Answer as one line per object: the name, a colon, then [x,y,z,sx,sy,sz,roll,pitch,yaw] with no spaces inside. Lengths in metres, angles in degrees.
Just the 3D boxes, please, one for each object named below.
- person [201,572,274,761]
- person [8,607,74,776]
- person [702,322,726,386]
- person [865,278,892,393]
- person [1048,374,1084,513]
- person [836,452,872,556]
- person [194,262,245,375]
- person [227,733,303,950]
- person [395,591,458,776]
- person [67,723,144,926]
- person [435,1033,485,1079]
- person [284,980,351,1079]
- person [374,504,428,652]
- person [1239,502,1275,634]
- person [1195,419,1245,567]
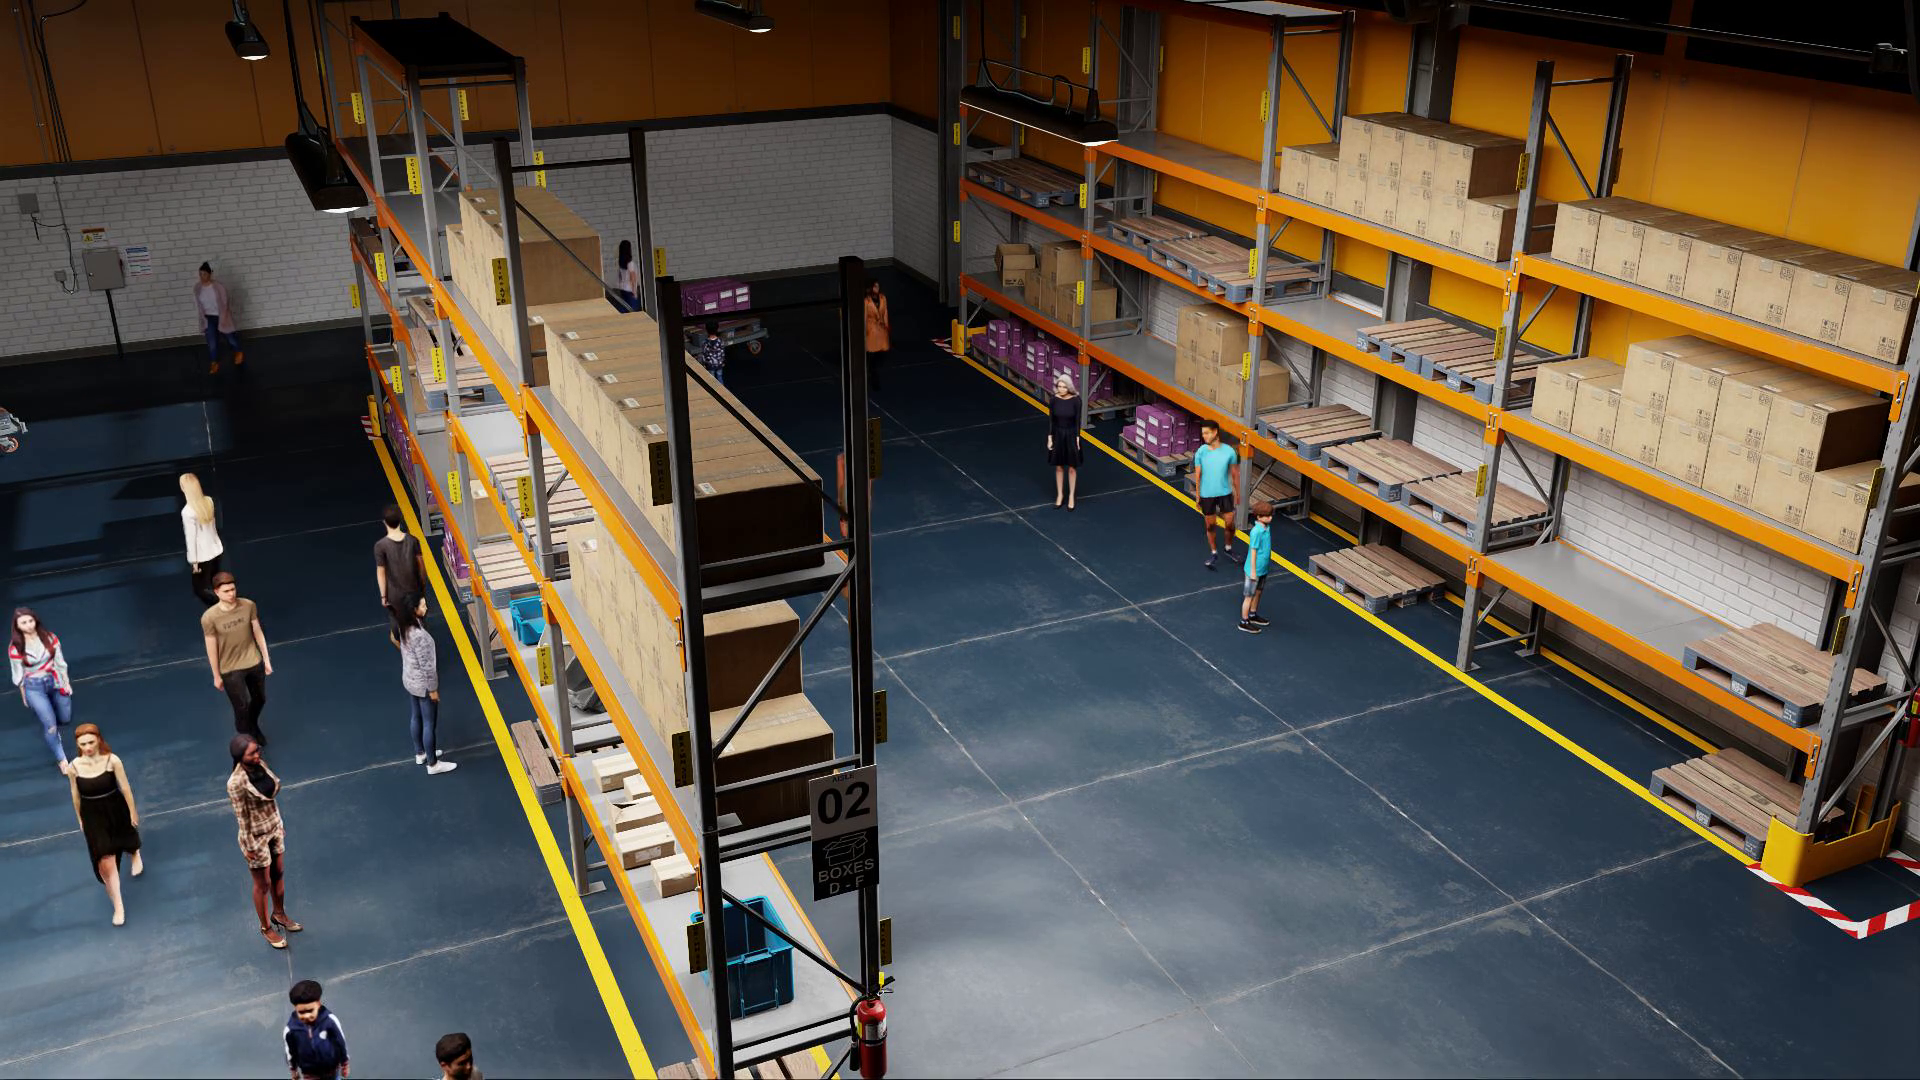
person: [-6.521,1.118,15.026,1.052,1.856,0.883,20,31,38]
person: [-8.222,1.308,14.909,0.759,1.601,0.951,-20,30,-37]
person: [-3.607,-2.619,24.334,0.497,1.248,0.493,-8,25,-19]
person: [-1.315,-3.084,24.818,0.732,1.712,0.854,-13,27,-27]
person: [1.295,-1.207,20.488,0.711,1.743,0.755,6,24,14]
person: [-1.178,-0.451,18.843,0.599,1.674,0.612,-8,25,-18]
person: [-11.421,-3.452,25.668,0.957,1.707,1.193,0,24,-1]
person: [-5.261,2.246,12.522,0.739,1.795,0.660,5,24,11]
person: [-4.823,1.258,14.858,0.720,1.734,0.541,-18,29,-35]
person: [-6.669,2.131,13.035,0.630,1.594,1.066,-9,25,-19]
person: [-2.922,3.559,9.625,0.896,1.710,0.830,11,26,24]
person: [-4.129,3.346,10.753,0.578,1.197,0.835,-8,25,-17]
person: [-5.556,0.506,16.656,0.694,1.671,1.051,-13,27,-27]
person: [3.117,0.264,17.487,0.607,1.450,0.585,17,29,33]
person: [2.925,-0.508,18.885,0.860,1.744,0.846,-1,24,-2]
